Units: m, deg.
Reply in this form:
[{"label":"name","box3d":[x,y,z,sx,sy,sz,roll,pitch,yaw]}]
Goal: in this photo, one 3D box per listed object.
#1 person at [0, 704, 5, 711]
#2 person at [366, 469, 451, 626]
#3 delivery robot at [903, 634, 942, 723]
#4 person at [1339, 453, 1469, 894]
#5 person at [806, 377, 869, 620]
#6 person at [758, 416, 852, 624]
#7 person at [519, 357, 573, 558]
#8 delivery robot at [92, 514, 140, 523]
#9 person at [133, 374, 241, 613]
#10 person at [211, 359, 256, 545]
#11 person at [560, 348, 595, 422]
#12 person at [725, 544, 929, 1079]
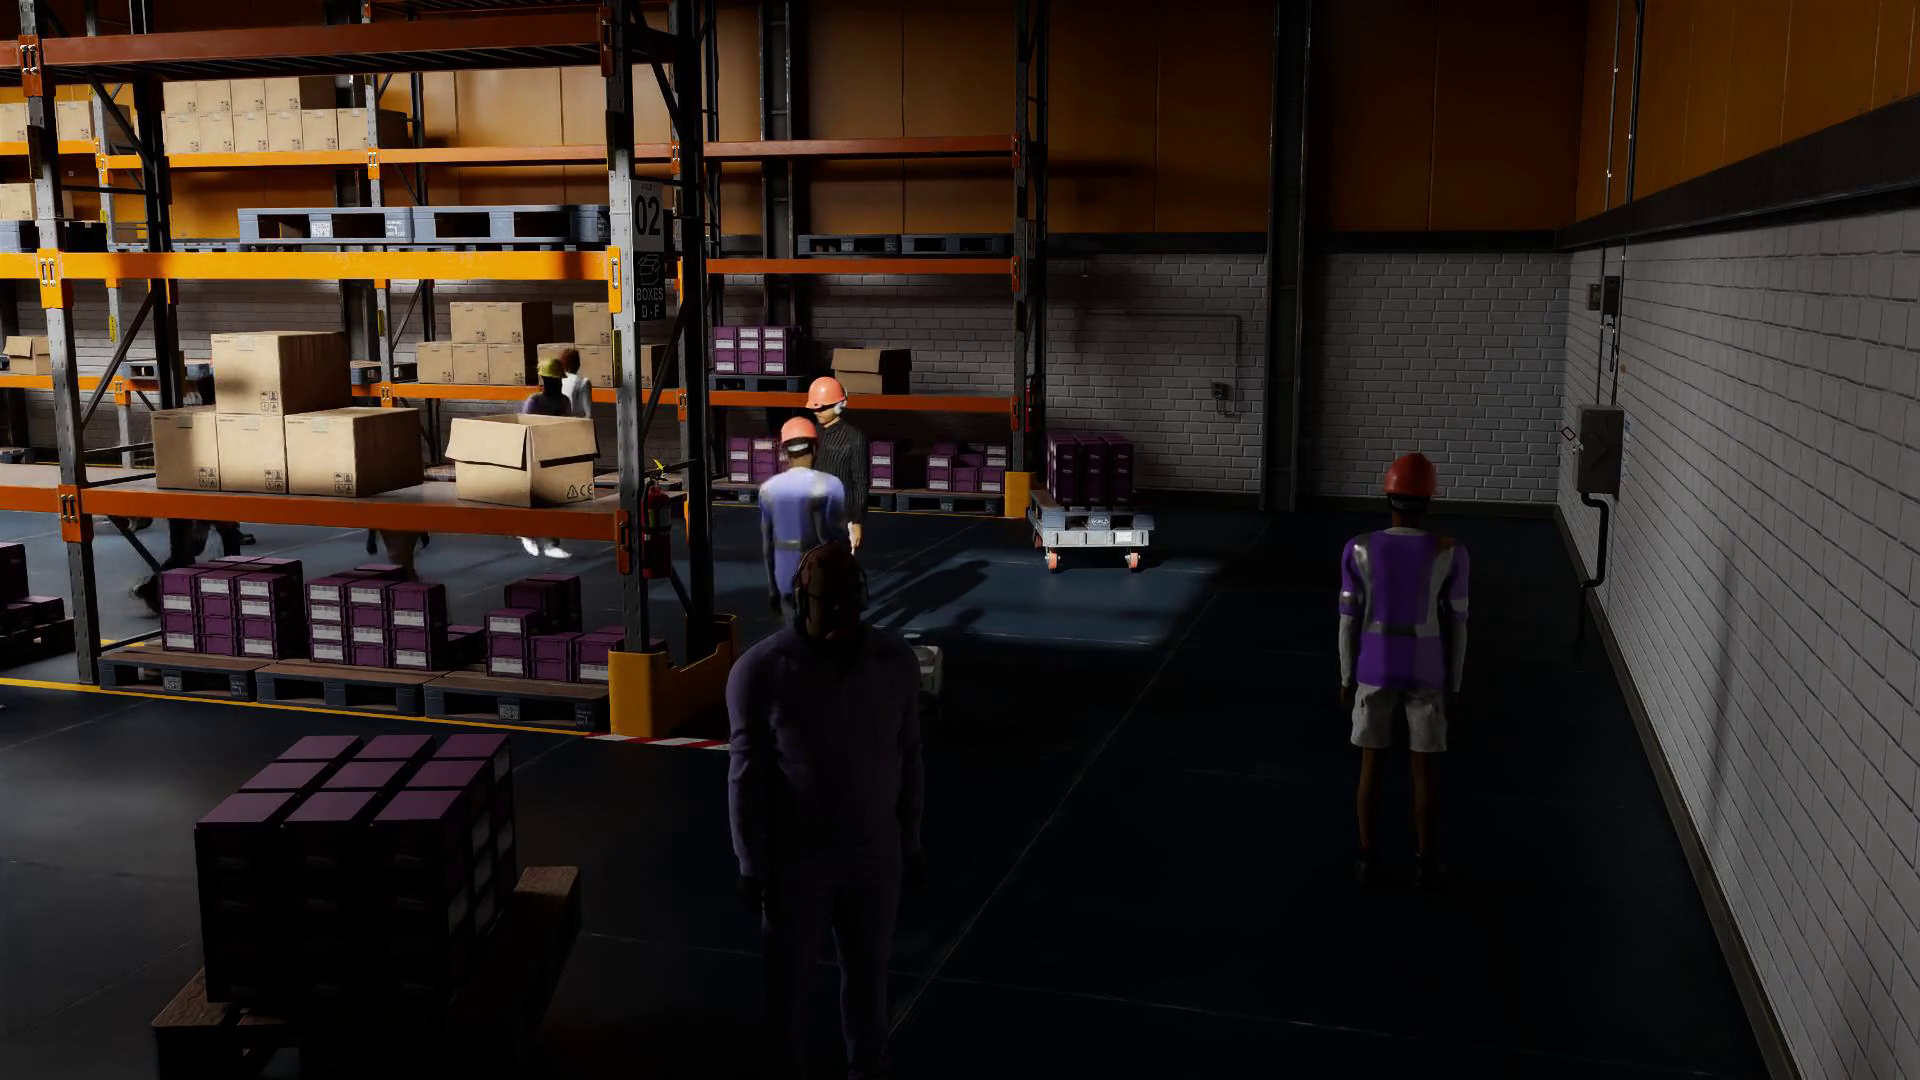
[{"label":"person","box3d":[-6.371,0.271,10.240,0.840,1.604,0.507,3,10,18]},{"label":"person","box3d":[-4.076,-0.048,12.221,0.838,1.607,0.525,4,10,21]},{"label":"delivery robot","box3d":[-0.287,0.803,9.903,0.477,0.478,0.707,0,9,2]},{"label":"person","box3d":[1.940,0.583,7.321,0.547,1.937,0.379,3,10,19]},{"label":"person","box3d":[-0.911,-0.155,11.678,0.609,1.986,0.392,7,12,38]},{"label":"person","box3d":[-0.869,0.253,9.466,0.635,1.892,0.589,5,10,27]},{"label":"person","box3d":[-3.833,-0.756,15.590,0.459,1.911,0.584,4,10,23]},{"label":"delivery robot","box3d":[-8.791,-0.383,17.131,0.707,0.478,0.477,-1,9,-8]},{"label":"person","box3d":[-6.041,-0.358,13.157,0.924,1.925,0.637,-1,9,-6]},{"label":"person","box3d":[-7.212,-0.916,16.461,0.357,1.936,0.551,-4,10,-25]},{"label":"person","box3d":[-4.249,-1.159,18.134,0.601,1.870,0.644,4,10,25]},{"label":"person","box3d":[-0.390,0.956,5.147,0.645,1.908,0.408,-4,10,-25]}]
